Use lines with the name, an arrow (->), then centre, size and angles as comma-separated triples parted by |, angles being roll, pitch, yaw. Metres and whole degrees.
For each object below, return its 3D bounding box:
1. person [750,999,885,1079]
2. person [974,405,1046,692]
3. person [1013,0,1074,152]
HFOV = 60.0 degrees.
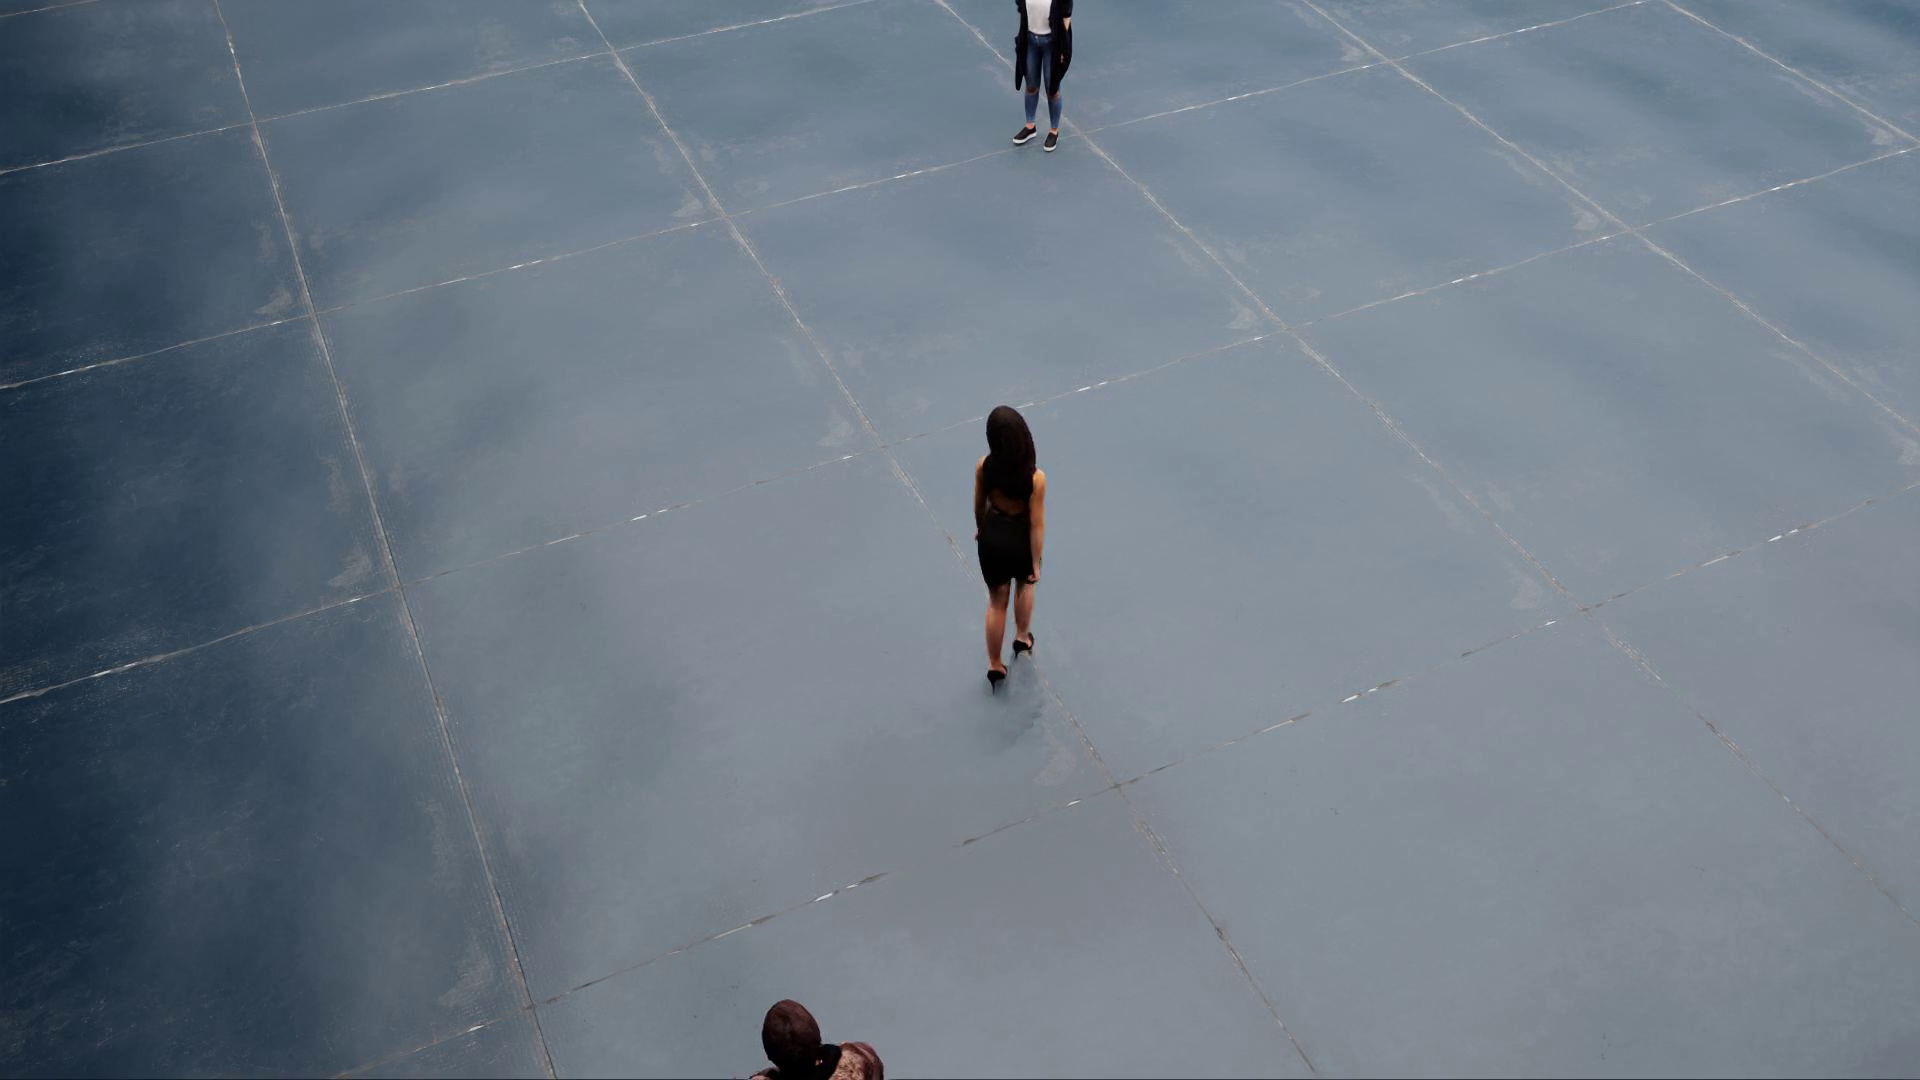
person -> -0.464, 2.311, 5.875 | 0.763, 1.796, 1.119 | -18, 45, -19
person -> 0.235, 0.110, 8.435 | 0.776, 1.612, 0.838 | 19, 46, 20
person -> 0.643, -3.796, 12.684 | 0.695, 1.684, 0.781 | 19, 46, 20
